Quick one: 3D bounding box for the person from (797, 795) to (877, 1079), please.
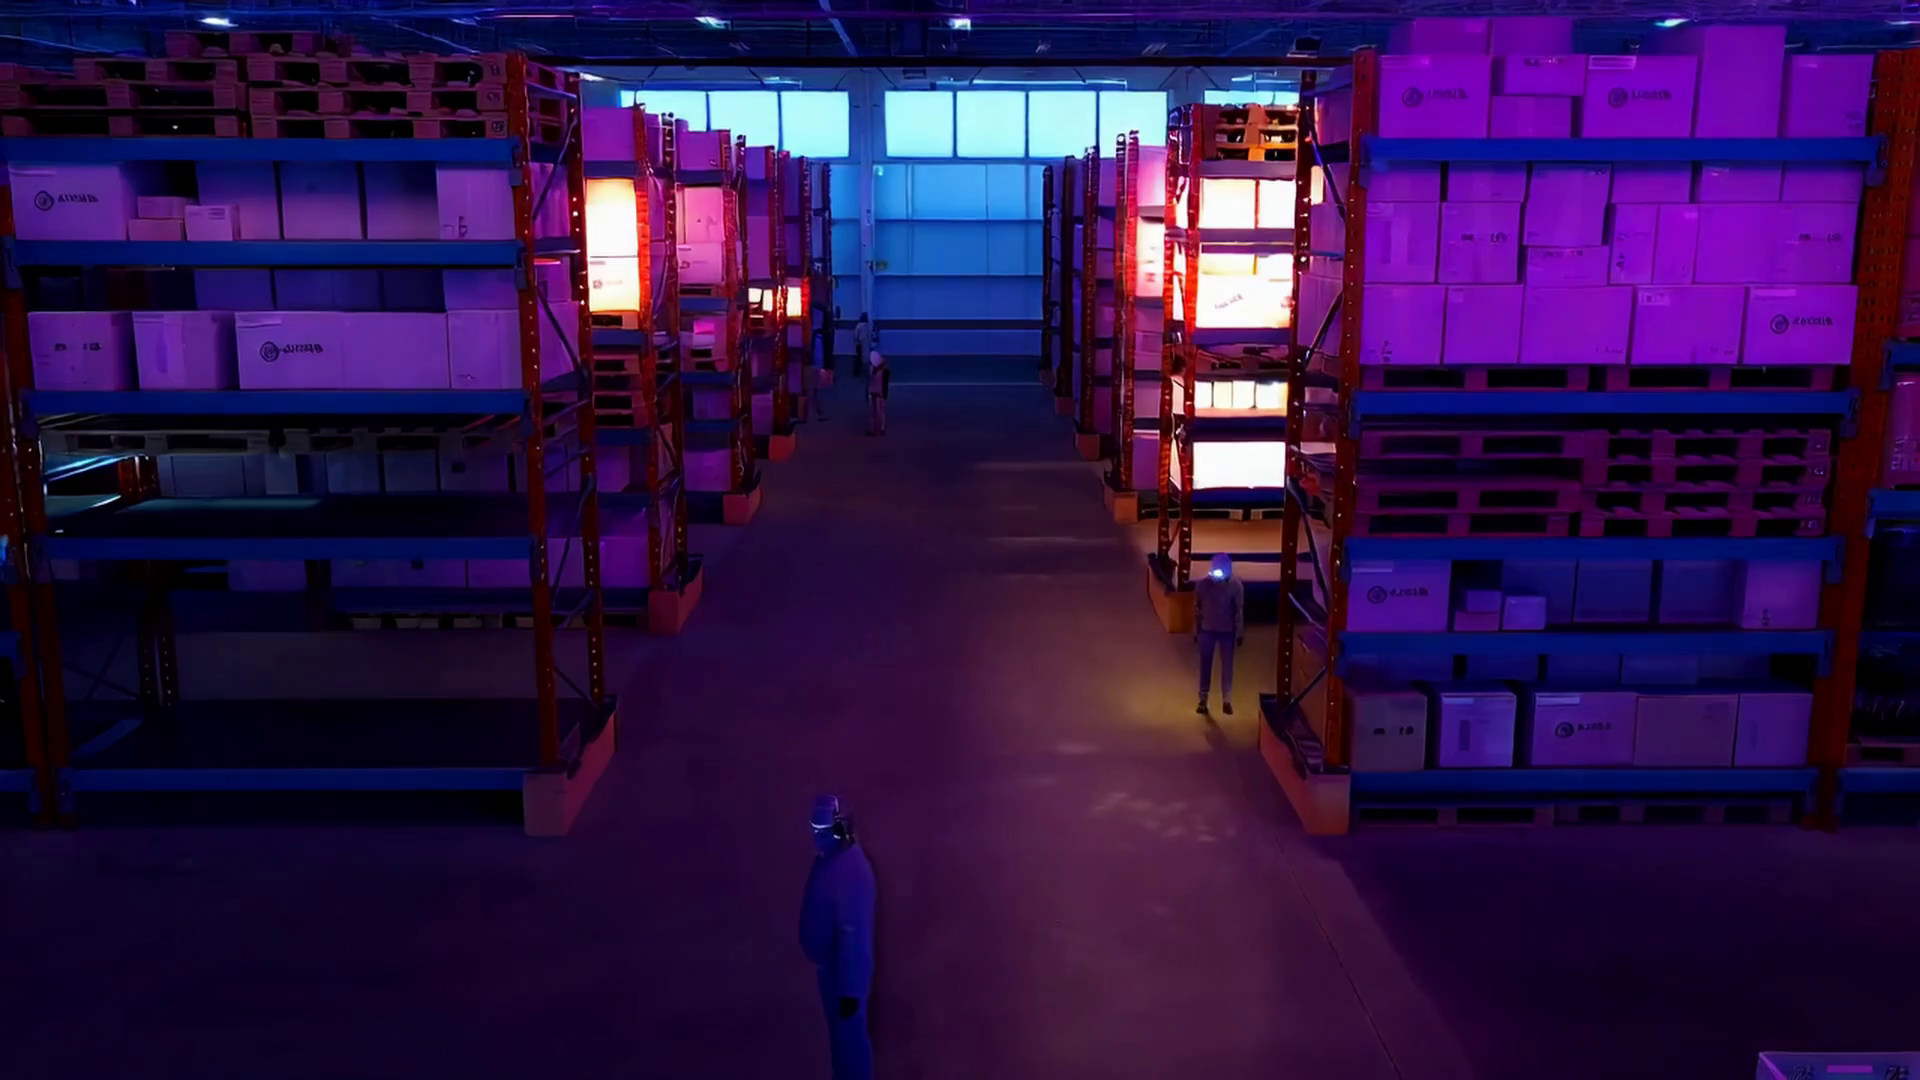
[{"bbox_3d":[-0.661,2.272,8.861,0.402,1.911,0.639,-3,12,-15],"label":"person"}]

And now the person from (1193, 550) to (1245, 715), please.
[{"bbox_3d":[2.534,0.902,16.328,0.499,1.635,0.287,2,12,11],"label":"person"}]

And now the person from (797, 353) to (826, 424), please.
[{"bbox_3d":[-3.397,-3.474,38.072,0.672,1.605,0.504,-3,12,-15],"label":"person"}]

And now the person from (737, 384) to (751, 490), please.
[{"bbox_3d":[-3.945,-1.792,28.782,0.609,2.014,0.824,-7,13,-31],"label":"person"}]

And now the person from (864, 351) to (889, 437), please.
[{"bbox_3d":[-1.815,-3.139,35.845,0.626,1.844,0.429,10,15,41],"label":"person"}]

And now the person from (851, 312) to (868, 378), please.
[{"bbox_3d":[-2.914,-5.659,48.271,0.544,1.879,0.794,-1,11,-7],"label":"person"}]
